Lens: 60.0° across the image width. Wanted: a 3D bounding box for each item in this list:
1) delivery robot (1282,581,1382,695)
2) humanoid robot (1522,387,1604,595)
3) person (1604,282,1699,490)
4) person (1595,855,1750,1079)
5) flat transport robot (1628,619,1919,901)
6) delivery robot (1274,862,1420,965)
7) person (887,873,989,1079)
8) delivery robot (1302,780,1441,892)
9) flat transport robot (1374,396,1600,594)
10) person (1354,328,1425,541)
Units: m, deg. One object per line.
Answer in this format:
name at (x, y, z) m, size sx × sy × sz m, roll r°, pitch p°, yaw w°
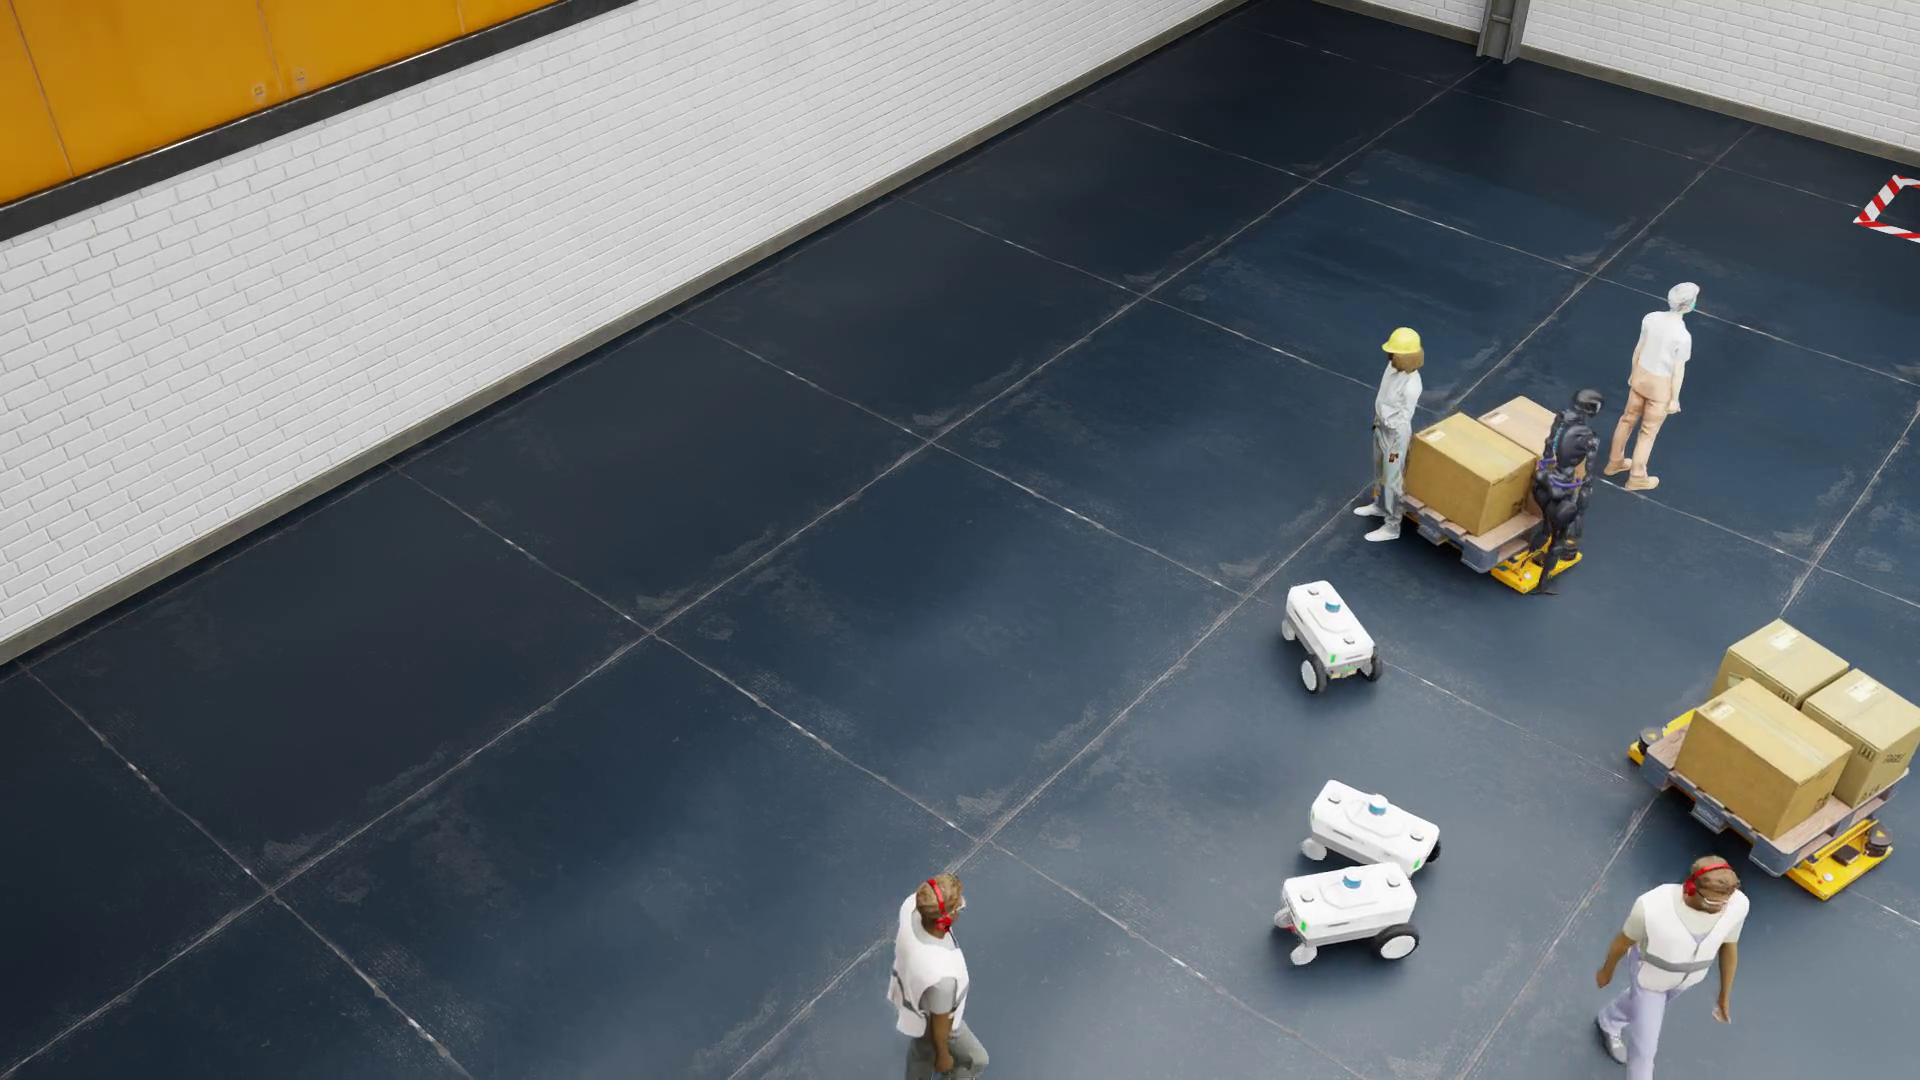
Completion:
delivery robot at (2.499, 0.644, 11.265) m, size 0.499 × 0.602 × 0.801 m, roll -11°, pitch 40°, yaw -13°
humanoid robot at (4.169, -0.331, 11.587) m, size 0.343 × 1.650 × 0.612 m, roll -8°, pitch 40°, yaw -10°
person at (5.246, -1.164, 12.553) m, size 0.304 × 1.744 × 0.491 m, roll -15°, pitch 41°, yaw -17°
person at (3.554, 2.243, 8.287) m, size 0.574 × 1.791 × 0.970 m, roll -6°, pitch 39°, yaw -8°
flat transport robot at (4.958, 1.581, 10.324) m, size 0.659 × 0.231 × 1.431 m, roll -22°, pitch 44°, yaw -25°
delivery robot at (2.220, 2.094, 9.471) m, size 0.805 × 0.609 × 0.499 m, roll -7°, pitch 39°, yaw -9°
person at (-0.112, 2.301, 8.180) m, size 0.462 × 1.835 × 0.590 m, roll -12°, pitch 40°, yaw -14°
delivery robot at (2.459, 1.767, 9.878) m, size 0.814 × 0.610 × 0.499 m, roll 23°, pitch 44°, yaw 26°
flat transport robot at (3.877, -0.145, 12.467) m, size 0.659 × 0.231 × 1.431 m, roll -25°, pitch 45°, yaw -28°
person at (3.133, -0.779, 12.087) m, size 0.335 × 1.734 × 0.481 m, roll -4°, pitch 39°, yaw -5°
